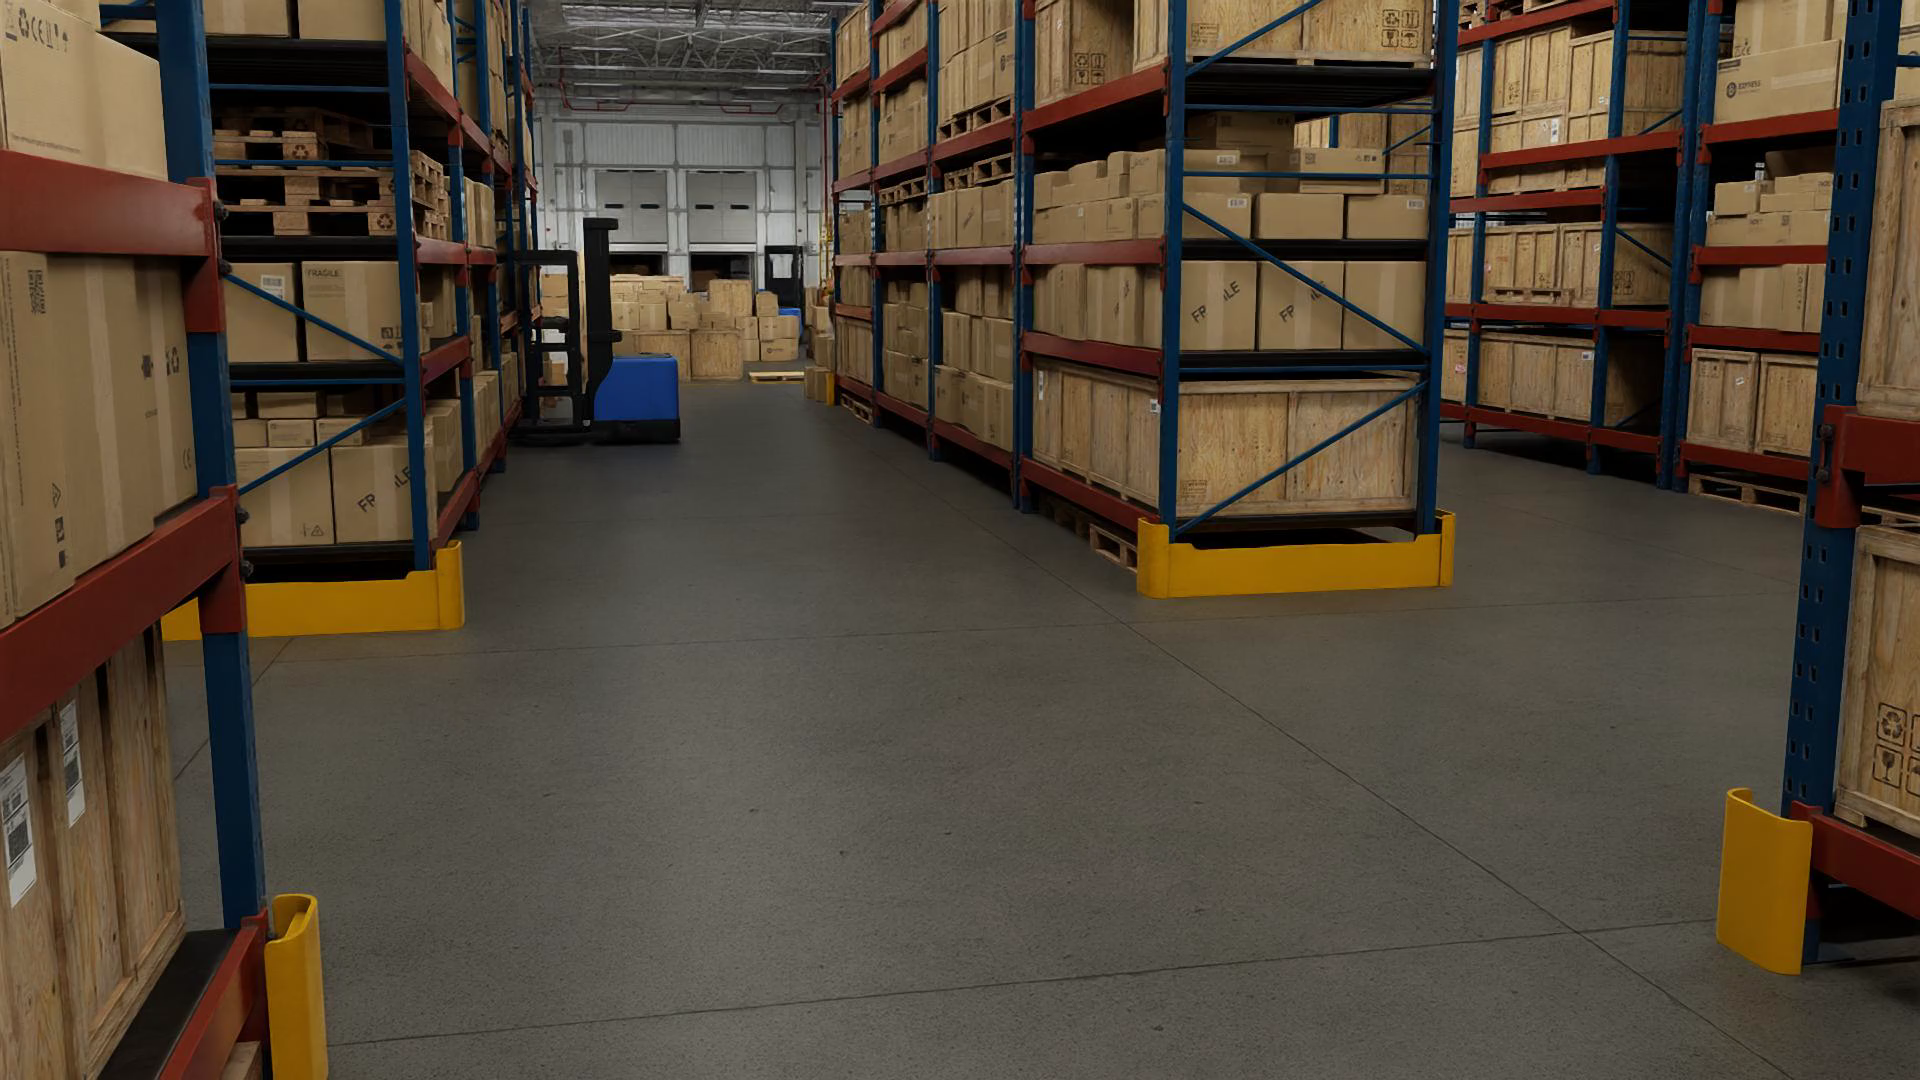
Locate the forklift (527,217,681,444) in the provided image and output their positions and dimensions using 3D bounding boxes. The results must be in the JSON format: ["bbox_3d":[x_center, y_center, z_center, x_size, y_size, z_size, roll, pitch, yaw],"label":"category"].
[{"bbox_3d":[-4.533,-2.656,21.010,1.873,2.768,1.129,-2,10,-12],"label":"forklift"}]

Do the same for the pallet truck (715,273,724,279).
[{"bbox_3d":[-8.580,-8.986,62.280,1.885,1.965,0.823,1,9,5],"label":"pallet truck"}]

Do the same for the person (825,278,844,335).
[{"bbox_3d":[-2.955,-5.021,38.204,0.855,1.958,0.659,-5,11,-29],"label":"person"}]

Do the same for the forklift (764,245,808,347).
[{"bbox_3d":[-4.934,-6.796,46.247,1.129,2.768,1.873,0,9,3],"label":"forklift"}]
